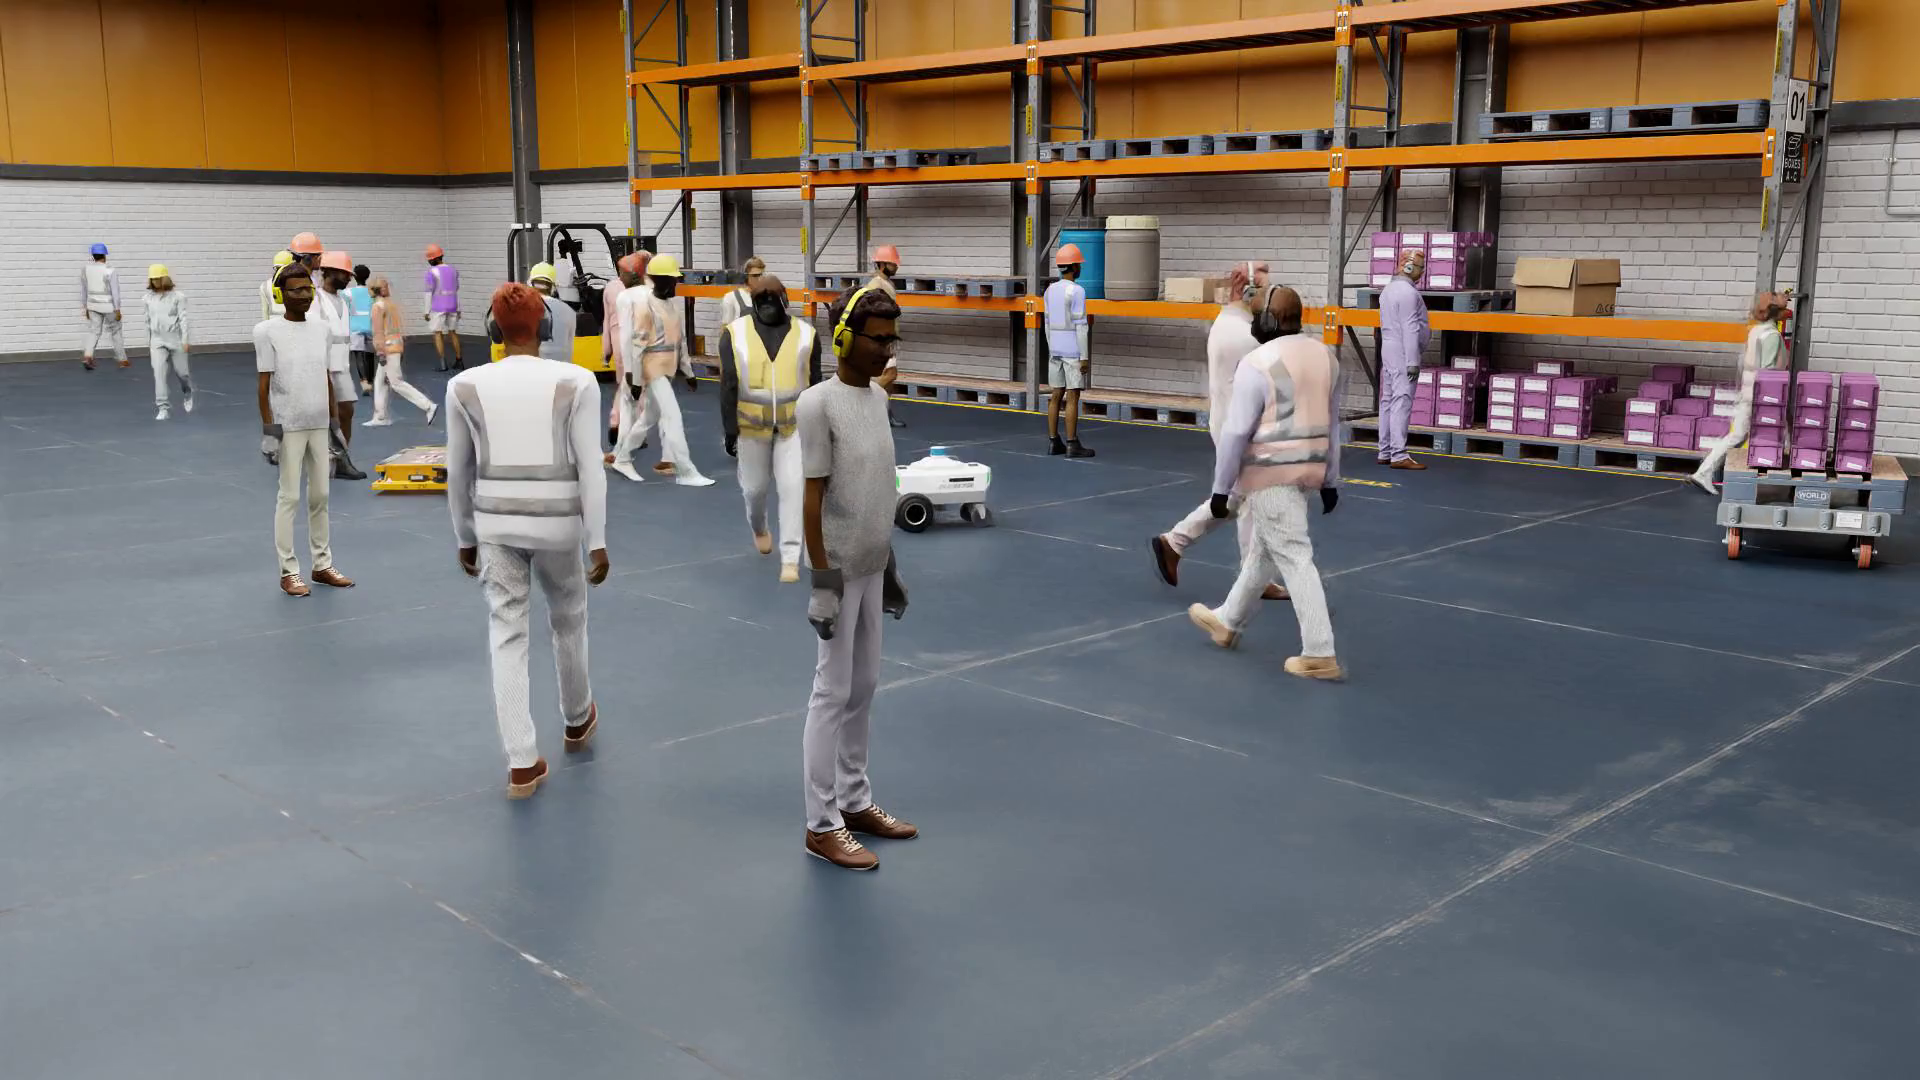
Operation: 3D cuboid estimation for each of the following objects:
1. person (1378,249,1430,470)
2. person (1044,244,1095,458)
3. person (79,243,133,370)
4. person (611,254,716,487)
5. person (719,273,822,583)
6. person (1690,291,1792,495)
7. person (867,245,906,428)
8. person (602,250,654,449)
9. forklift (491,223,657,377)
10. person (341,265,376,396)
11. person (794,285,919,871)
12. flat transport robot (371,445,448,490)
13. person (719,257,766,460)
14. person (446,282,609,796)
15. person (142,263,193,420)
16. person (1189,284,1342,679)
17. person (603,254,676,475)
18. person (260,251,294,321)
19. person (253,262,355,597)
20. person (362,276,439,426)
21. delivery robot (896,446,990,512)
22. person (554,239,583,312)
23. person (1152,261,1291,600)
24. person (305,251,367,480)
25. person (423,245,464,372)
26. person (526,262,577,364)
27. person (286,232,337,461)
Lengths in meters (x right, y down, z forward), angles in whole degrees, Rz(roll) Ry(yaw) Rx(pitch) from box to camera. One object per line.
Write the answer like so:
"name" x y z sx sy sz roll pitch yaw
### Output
"person" 3.876 -1.569 14.486 0.406 1.901 0.639 -1 10 -4
"person" 0.996 -1.721 15.198 0.347 1.943 0.544 -7 13 -34
"person" -12.957 -3.526 25.117 0.623 1.918 0.880 1 10 5
"person" -2.468 -1.378 13.518 0.984 1.884 0.600 3 11 15
"person" -1.129 -0.692 9.974 0.617 1.810 0.833 -2 11 -8
"person" 6.109 -1.110 12.804 0.825 1.608 0.526 2 11 10
"person" -0.804 -2.122 17.446 0.448 1.925 0.544 2 11 13
"person" -3.045 -1.777 15.661 0.669 1.884 0.424 3 11 16
"forklift" -5.316 -3.263 22.920 2.313 2.155 1.214 -10 14 -44
"person" -7.593 -2.673 21.182 0.529 1.653 0.886 -6 12 -29
"person" -0.331 0.115 5.404 0.327 1.865 0.521 5 11 25
"flat transport robot" -4.325 -0.603 13.655 0.652 0.197 1.431 -1 10 -5
"person" -1.859 -1.577 14.729 0.538 1.823 0.397 -9 14 -42
"person" -1.605 -0.036 6.278 0.596 1.840 0.925 -1 10 -4
"person" -8.822 -2.222 18.542 0.489 1.719 0.709 -2 11 -12
"person" 1.432 -0.286 7.771 0.644 1.787 1.003 -9 14 -41
"person" -2.749 -1.485 14.132 0.875 1.850 0.597 9 14 40
"person" -7.891 -2.477 19.607 0.589 1.837 0.404 1 10 3
"person" -3.716 -0.626 9.426 0.323 1.871 0.530 6 12 31
"person" -5.952 -1.985 17.585 0.773 1.604 0.514 -1 10 -6
"delivery robot" -0.155 -0.407 11.563 0.707 0.478 0.477 -3 11 -17
"person" -6.350 -3.868 26.840 0.607 1.965 0.367 1 10 4
"person" 1.497 -0.595 9.205 0.731 1.887 0.655 0 10 2
"person" -5.317 -1.452 13.849 0.749 1.901 0.582 4 11 20
"person" -7.676 -3.459 24.835 0.490 1.886 0.612 8 13 38
"person" -3.340 -1.301 13.280 0.423 1.810 0.604 10 14 44
"person" -5.816 -1.724 14.936 0.376 2.045 0.605 -9 14 -40
